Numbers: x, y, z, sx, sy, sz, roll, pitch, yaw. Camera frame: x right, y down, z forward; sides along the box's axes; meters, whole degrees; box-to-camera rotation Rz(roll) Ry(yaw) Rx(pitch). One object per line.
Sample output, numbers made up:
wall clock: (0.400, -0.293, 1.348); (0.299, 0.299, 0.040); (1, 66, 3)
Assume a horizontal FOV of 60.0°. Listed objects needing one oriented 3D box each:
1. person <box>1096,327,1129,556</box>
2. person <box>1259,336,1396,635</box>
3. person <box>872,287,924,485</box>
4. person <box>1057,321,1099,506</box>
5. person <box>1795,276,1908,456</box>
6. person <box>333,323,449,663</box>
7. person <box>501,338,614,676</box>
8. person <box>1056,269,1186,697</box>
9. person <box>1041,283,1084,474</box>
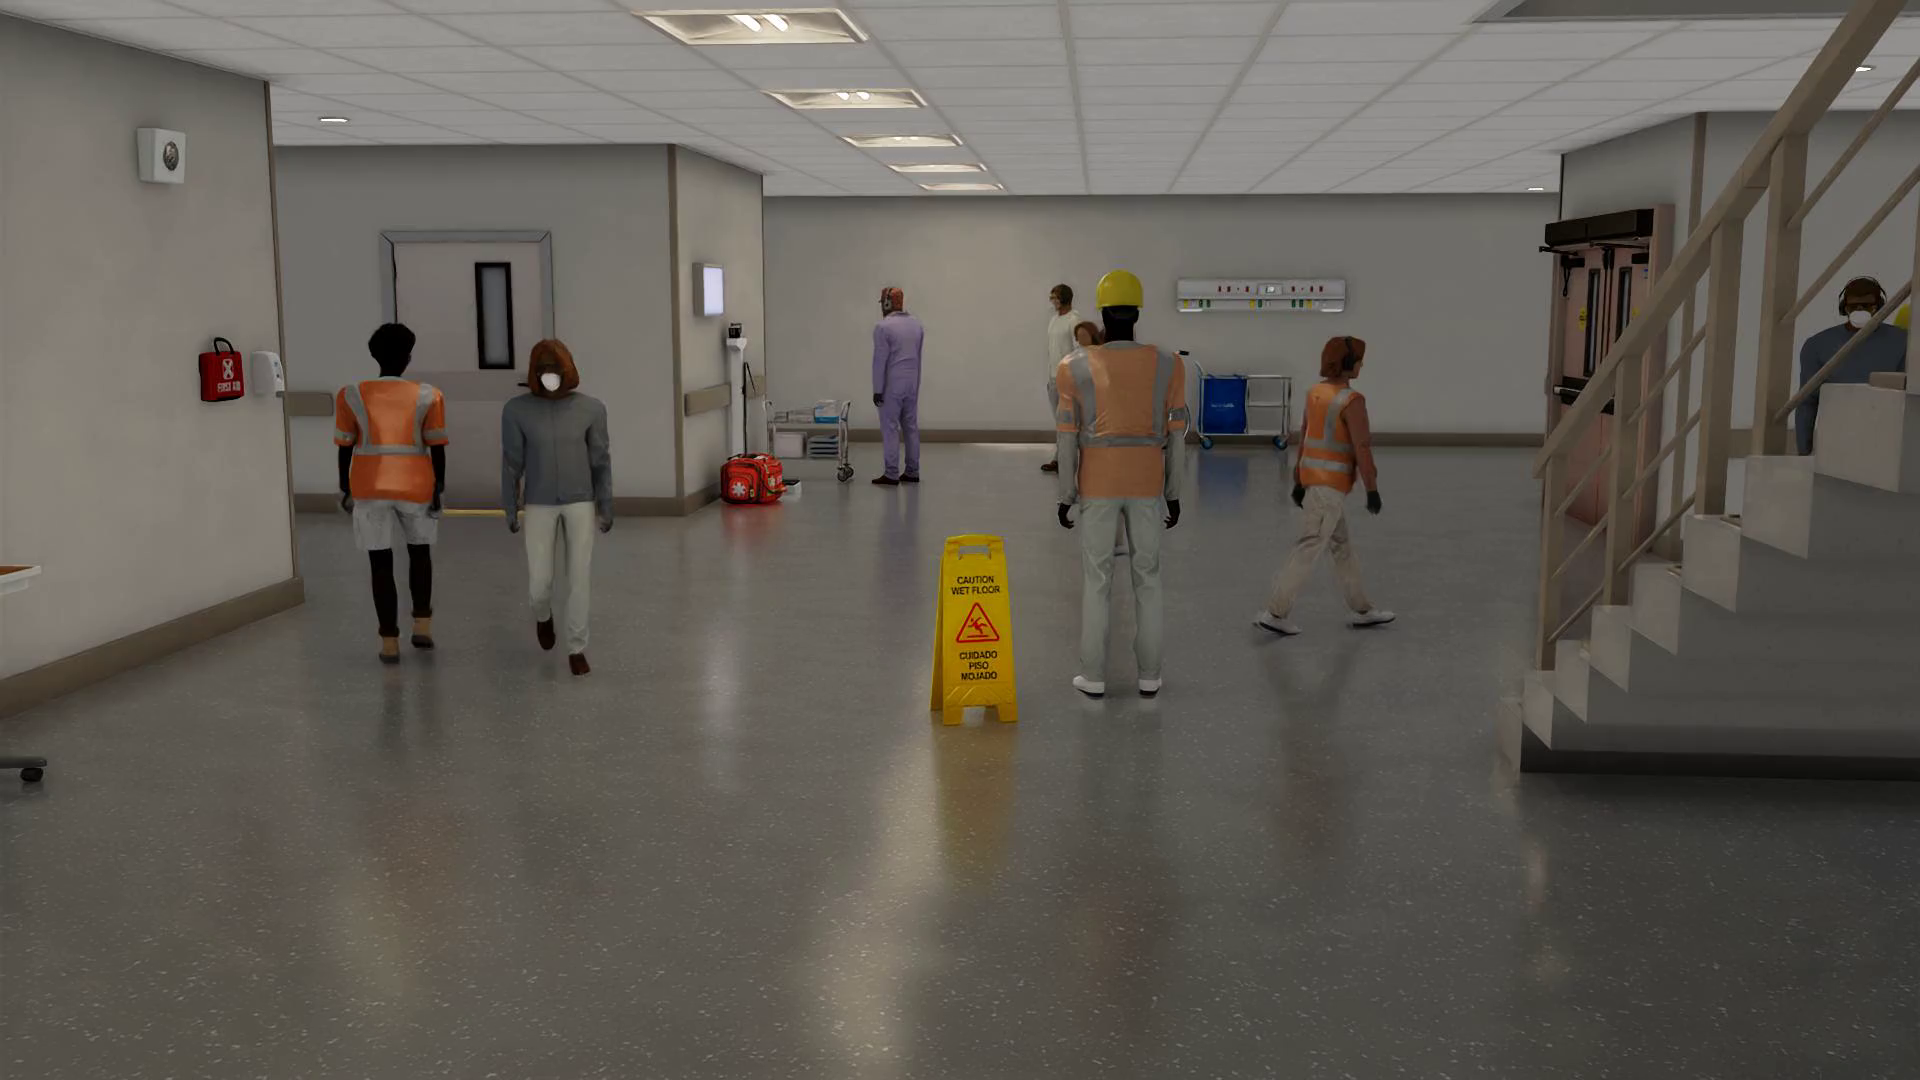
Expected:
person: (1.054, -0.656, 11.378); (0.326, 1.620, 0.601); (6, 10, 36)
person: (1.973, -0.284, 8.892); (0.847, 1.599, 0.535); (-2, 9, -14)
person: (-0.629, -1.480, 16.031); (0.399, 1.901, 0.650); (7, 11, 40)
person: (1.139, -1.121, 14.575); (0.530, 1.597, 0.851); (5, 10, 30)
person: (5.142, -0.543, 9.559); (0.633, 1.928, 0.390); (4, 9, 26)
person: (-2.824, -0.237, 8.292); (0.540, 1.677, 0.478); (-3, 9, -21)
person: (-1.947, -0.168, 8.046); (0.515, 1.617, 0.487); (-3, 9, -17)
person: (0.720, -0.247, 7.518); (0.587, 1.929, 0.360); (-1, 8, -4)
person: (1.074, -1.638, 16.952); (0.353, 1.936, 0.633); (-4, 9, -25)
